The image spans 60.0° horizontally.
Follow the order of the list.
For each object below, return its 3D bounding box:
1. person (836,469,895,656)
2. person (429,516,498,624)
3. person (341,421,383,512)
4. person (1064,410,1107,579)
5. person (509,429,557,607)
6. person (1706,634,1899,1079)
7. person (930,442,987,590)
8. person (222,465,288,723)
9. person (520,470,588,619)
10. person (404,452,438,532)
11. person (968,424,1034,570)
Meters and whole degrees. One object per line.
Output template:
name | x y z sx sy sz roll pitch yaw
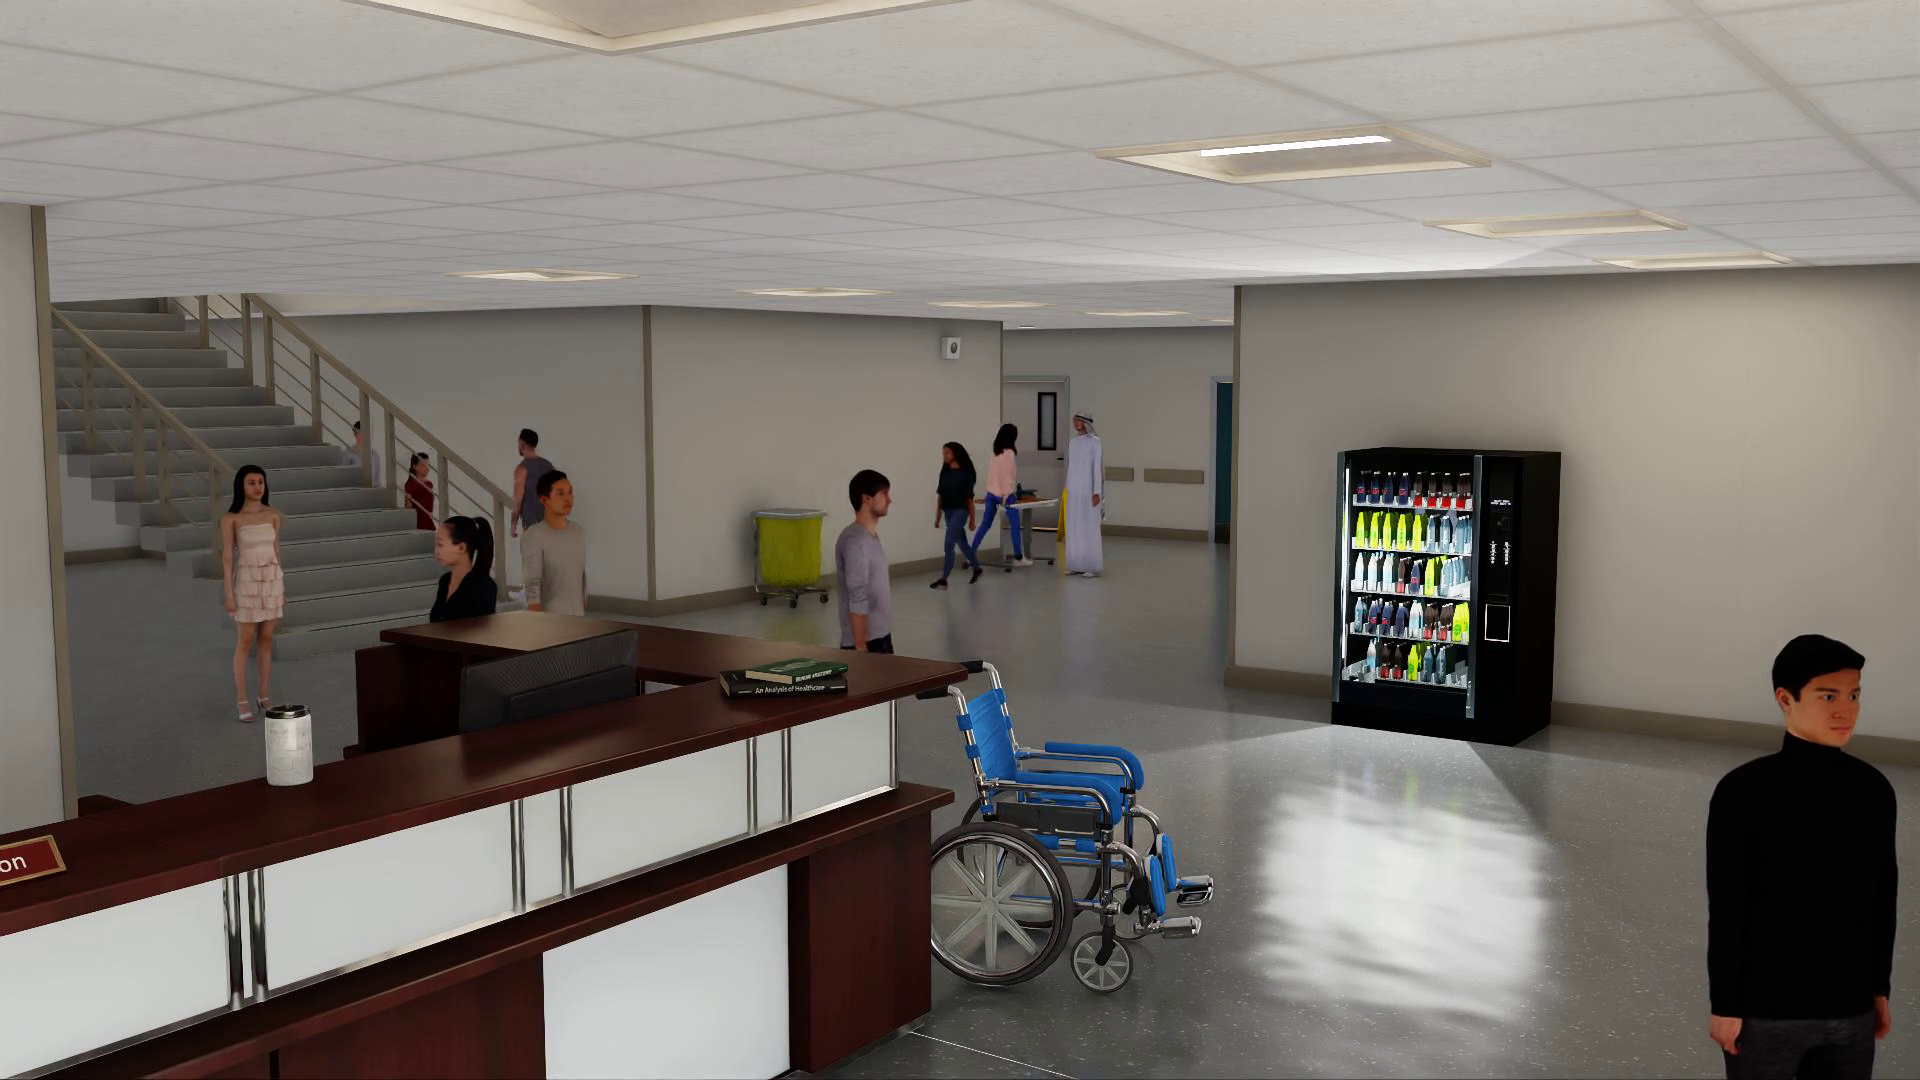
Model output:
person | -0.565 0.547 8.865 0.980 1.831 0.886 1 6 8
person | -2.267 0.732 7.629 0.433 1.711 0.649 5 8 41
person | -6.480 -0.351 17.773 0.755 1.835 0.663 4 7 31
person | 1.444 -0.539 19.212 0.810 1.920 0.646 -5 8 -42
person | -4.058 -0.144 16.169 1.178 1.786 0.634 4 7 36
person | 2.065 1.082 4.097 0.699 1.722 0.765 -1 6 -9
person | 0.010 -0.243 18.013 1.113 1.572 0.713 5 7 38
person | -4.778 0.354 11.272 0.525 1.734 0.583 4 7 37
person | -2.351 0.506 9.445 0.655 1.798 0.688 3 7 30
person | -5.561 -0.120 16.956 0.921 1.539 0.593 3 7 28
person | 0.401 -0.470 19.537 0.976 1.718 1.197 -4 7 -36
